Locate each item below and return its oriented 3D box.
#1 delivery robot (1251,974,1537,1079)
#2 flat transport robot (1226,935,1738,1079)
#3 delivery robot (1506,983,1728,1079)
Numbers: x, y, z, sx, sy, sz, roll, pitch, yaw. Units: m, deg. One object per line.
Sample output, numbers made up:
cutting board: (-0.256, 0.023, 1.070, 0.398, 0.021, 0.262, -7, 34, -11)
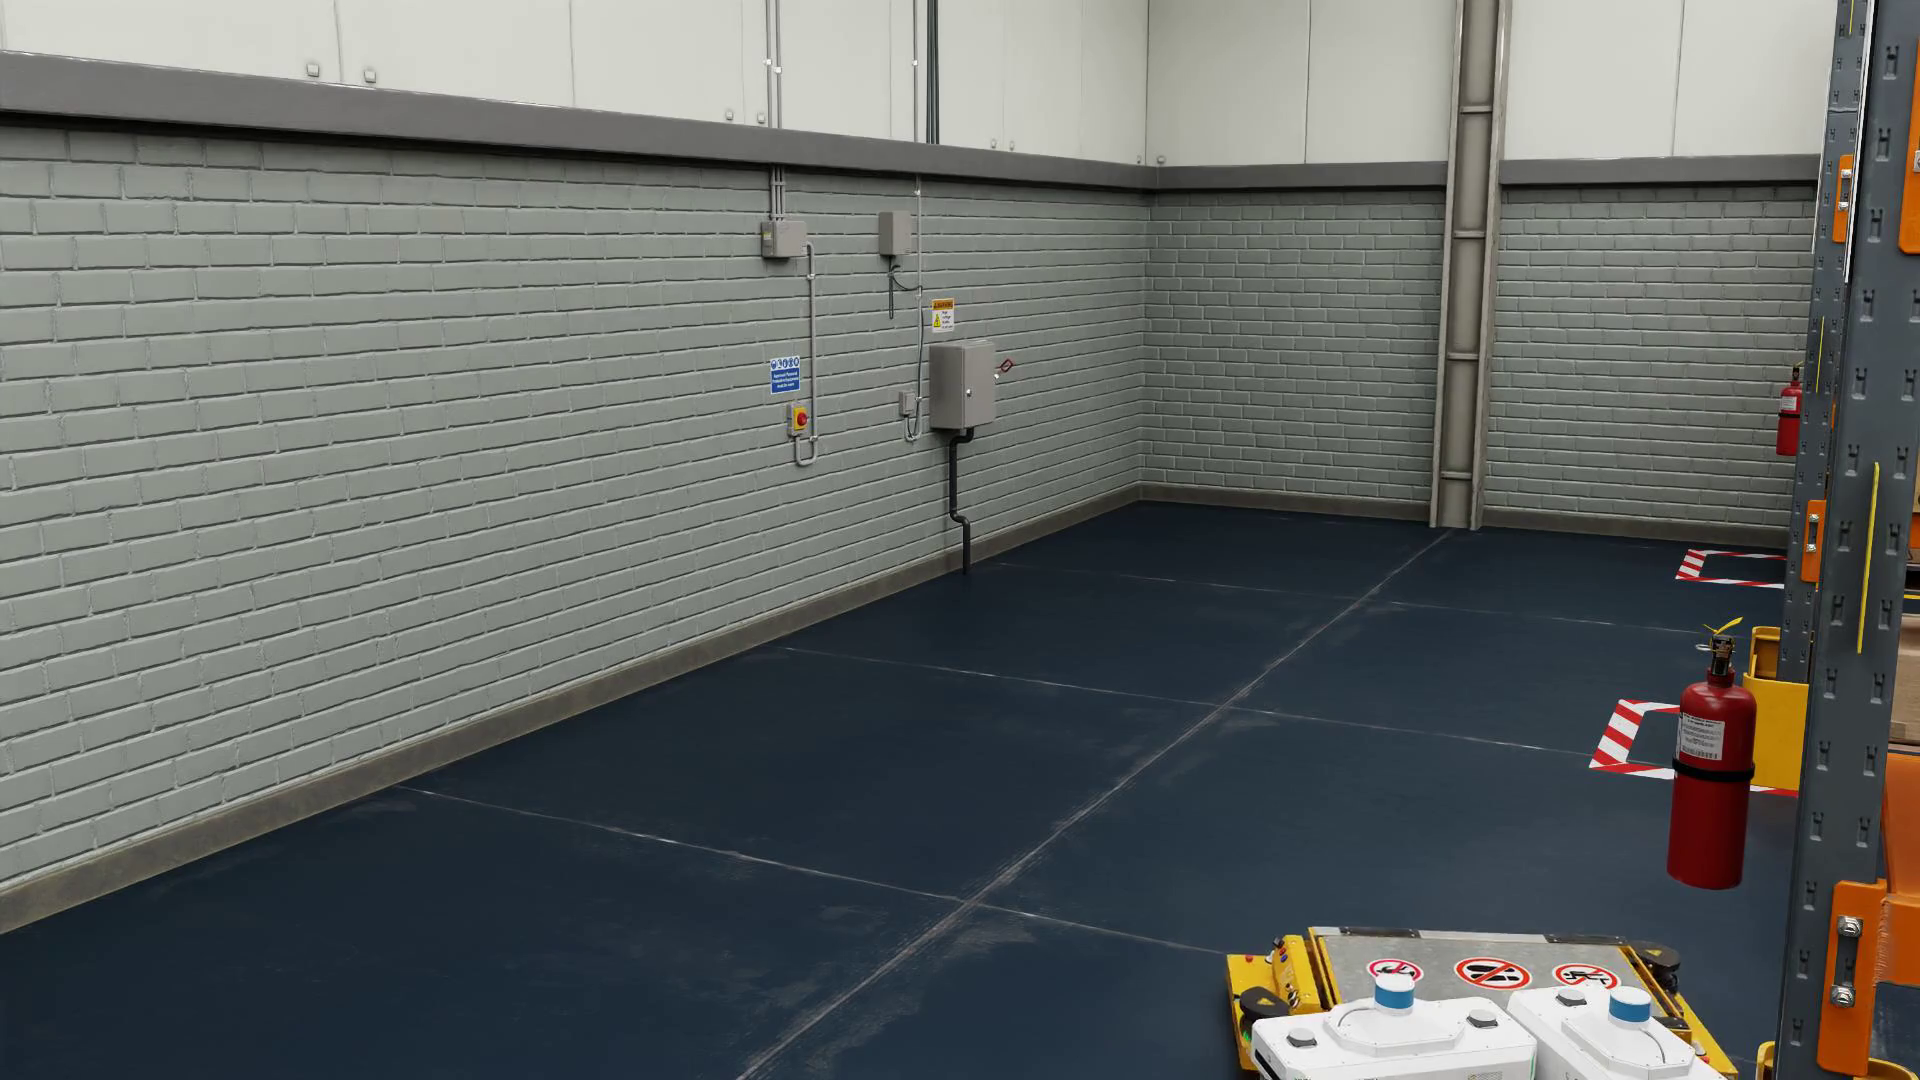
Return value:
delivery robot: (1.144, 1.398, 4.419, 0.707, 0.478, 0.477, -2, 11, -12)
flat transport robot: (1.578, 1.444, 5.199, 1.431, 0.197, 0.652, 1, 10, 5)
delivery robot: (1.736, 1.412, 4.344, 0.477, 0.478, 0.707, -2, 11, -12)
